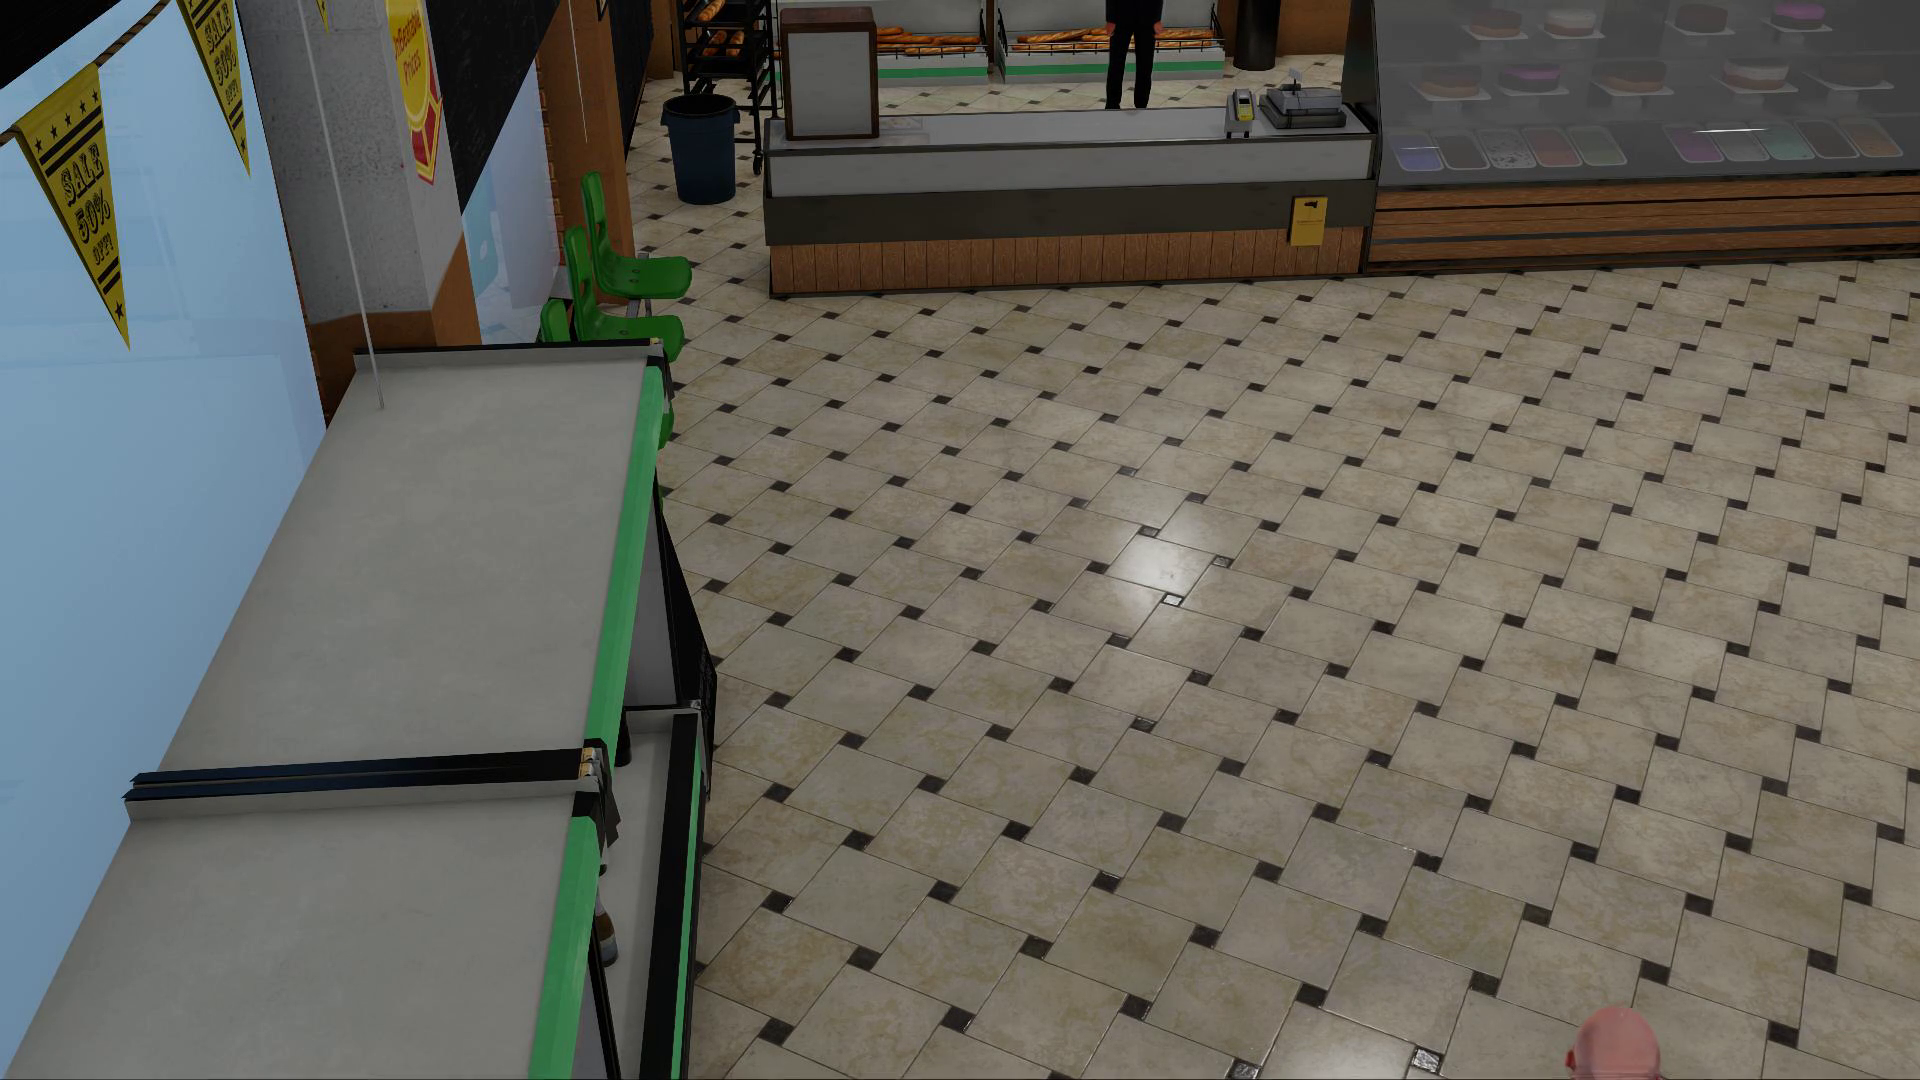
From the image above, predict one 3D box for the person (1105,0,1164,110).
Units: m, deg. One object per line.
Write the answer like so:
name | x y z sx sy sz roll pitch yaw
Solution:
person | 1.415 -4.247 13.480 0.614 1.868 0.570 -3 32 -5
